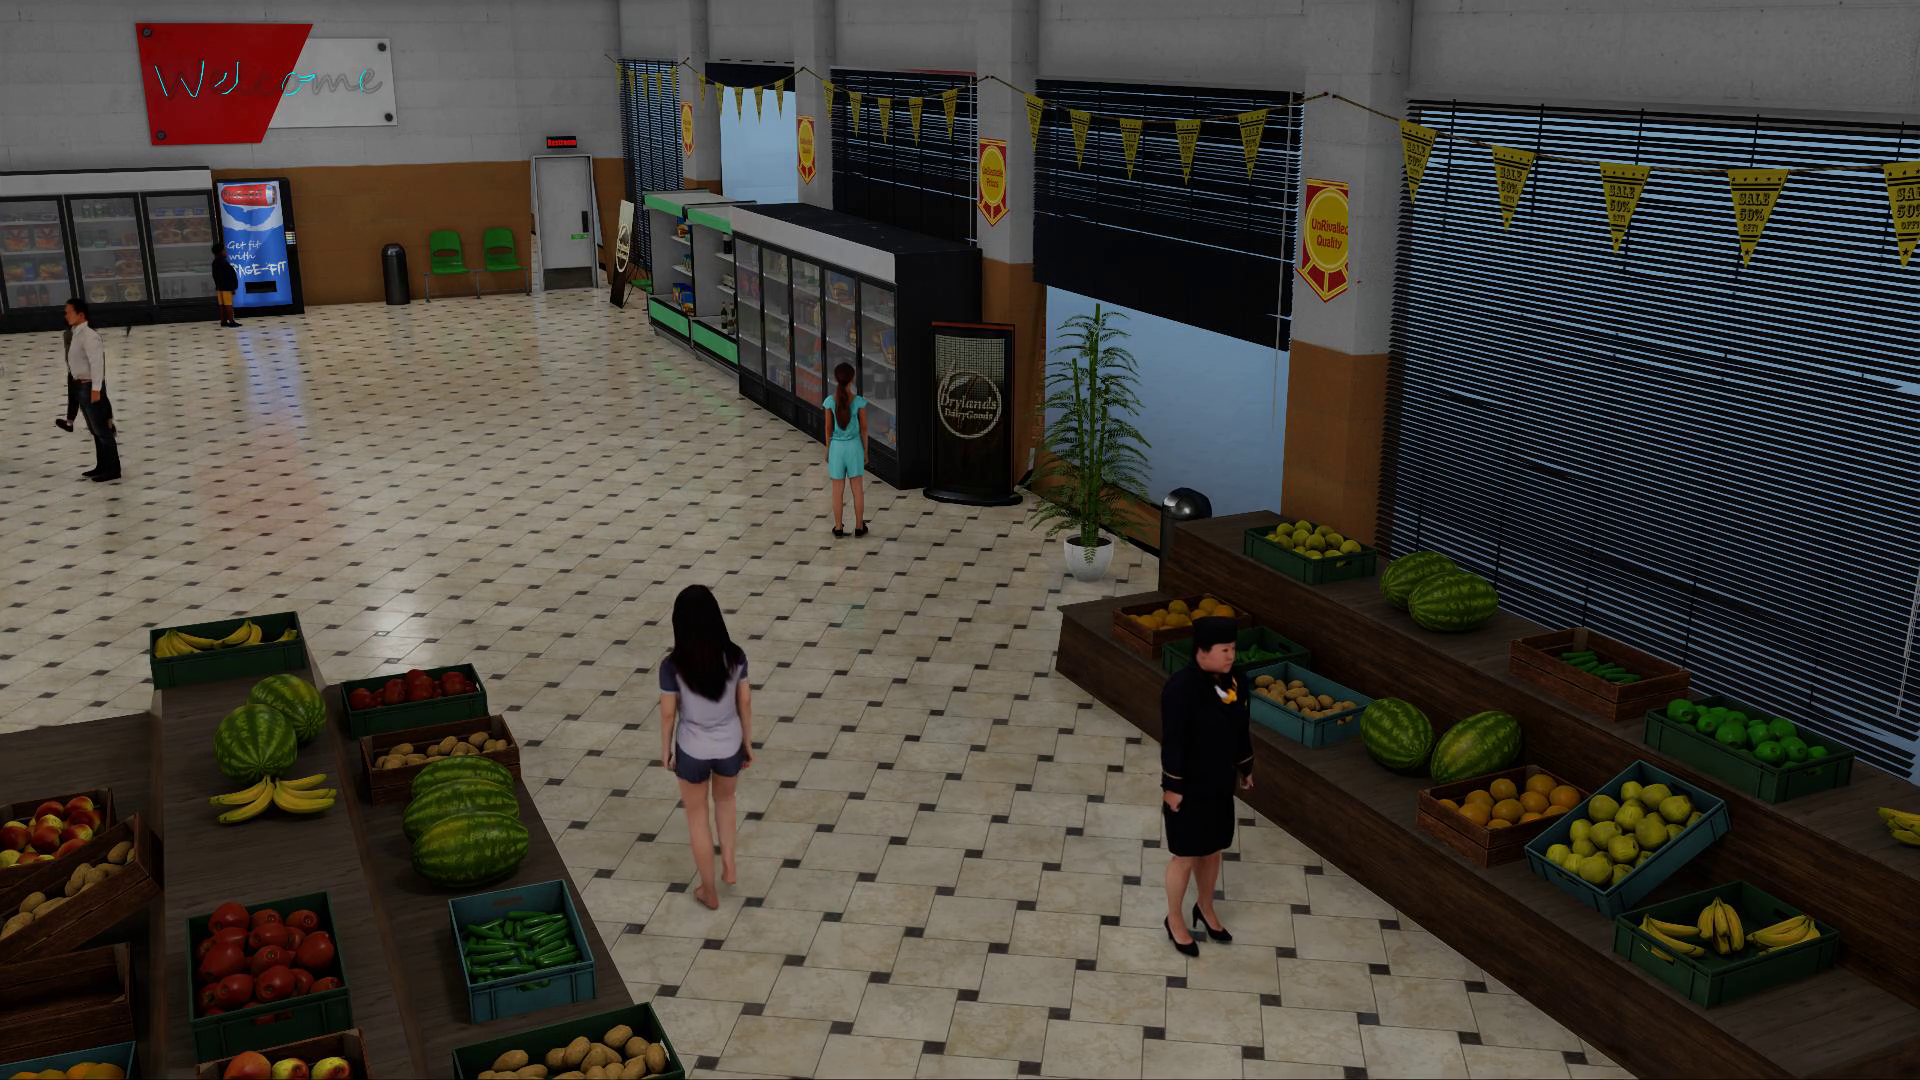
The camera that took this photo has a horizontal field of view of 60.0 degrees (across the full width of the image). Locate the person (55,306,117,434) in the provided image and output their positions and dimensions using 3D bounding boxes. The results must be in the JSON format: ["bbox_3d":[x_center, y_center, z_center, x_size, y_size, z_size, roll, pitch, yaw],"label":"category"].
[{"bbox_3d":[-9.558,-1.848,18.274,1.039,1.440,0.946,7,18,23],"label":"person"}]

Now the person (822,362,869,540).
[{"bbox_3d":[-1.002,-0.790,14.588,0.623,1.558,0.636,0,17,-1],"label":"person"}]

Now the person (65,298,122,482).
[{"bbox_3d":[-8.598,-1.493,16.468,0.786,1.810,0.592,-14,22,-39],"label":"person"}]

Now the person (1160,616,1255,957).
[{"bbox_3d":[1.154,1.153,7.992,0.749,1.672,0.688,-12,21,-34],"label":"person"}]

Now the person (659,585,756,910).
[{"bbox_3d":[-1.227,1.062,8.254,0.601,1.695,0.596,-8,19,-25],"label":"person"}]

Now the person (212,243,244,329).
[{"bbox_3d":[-11.132,-3.848,25.150,0.606,1.272,0.672,8,18,23],"label":"person"}]
